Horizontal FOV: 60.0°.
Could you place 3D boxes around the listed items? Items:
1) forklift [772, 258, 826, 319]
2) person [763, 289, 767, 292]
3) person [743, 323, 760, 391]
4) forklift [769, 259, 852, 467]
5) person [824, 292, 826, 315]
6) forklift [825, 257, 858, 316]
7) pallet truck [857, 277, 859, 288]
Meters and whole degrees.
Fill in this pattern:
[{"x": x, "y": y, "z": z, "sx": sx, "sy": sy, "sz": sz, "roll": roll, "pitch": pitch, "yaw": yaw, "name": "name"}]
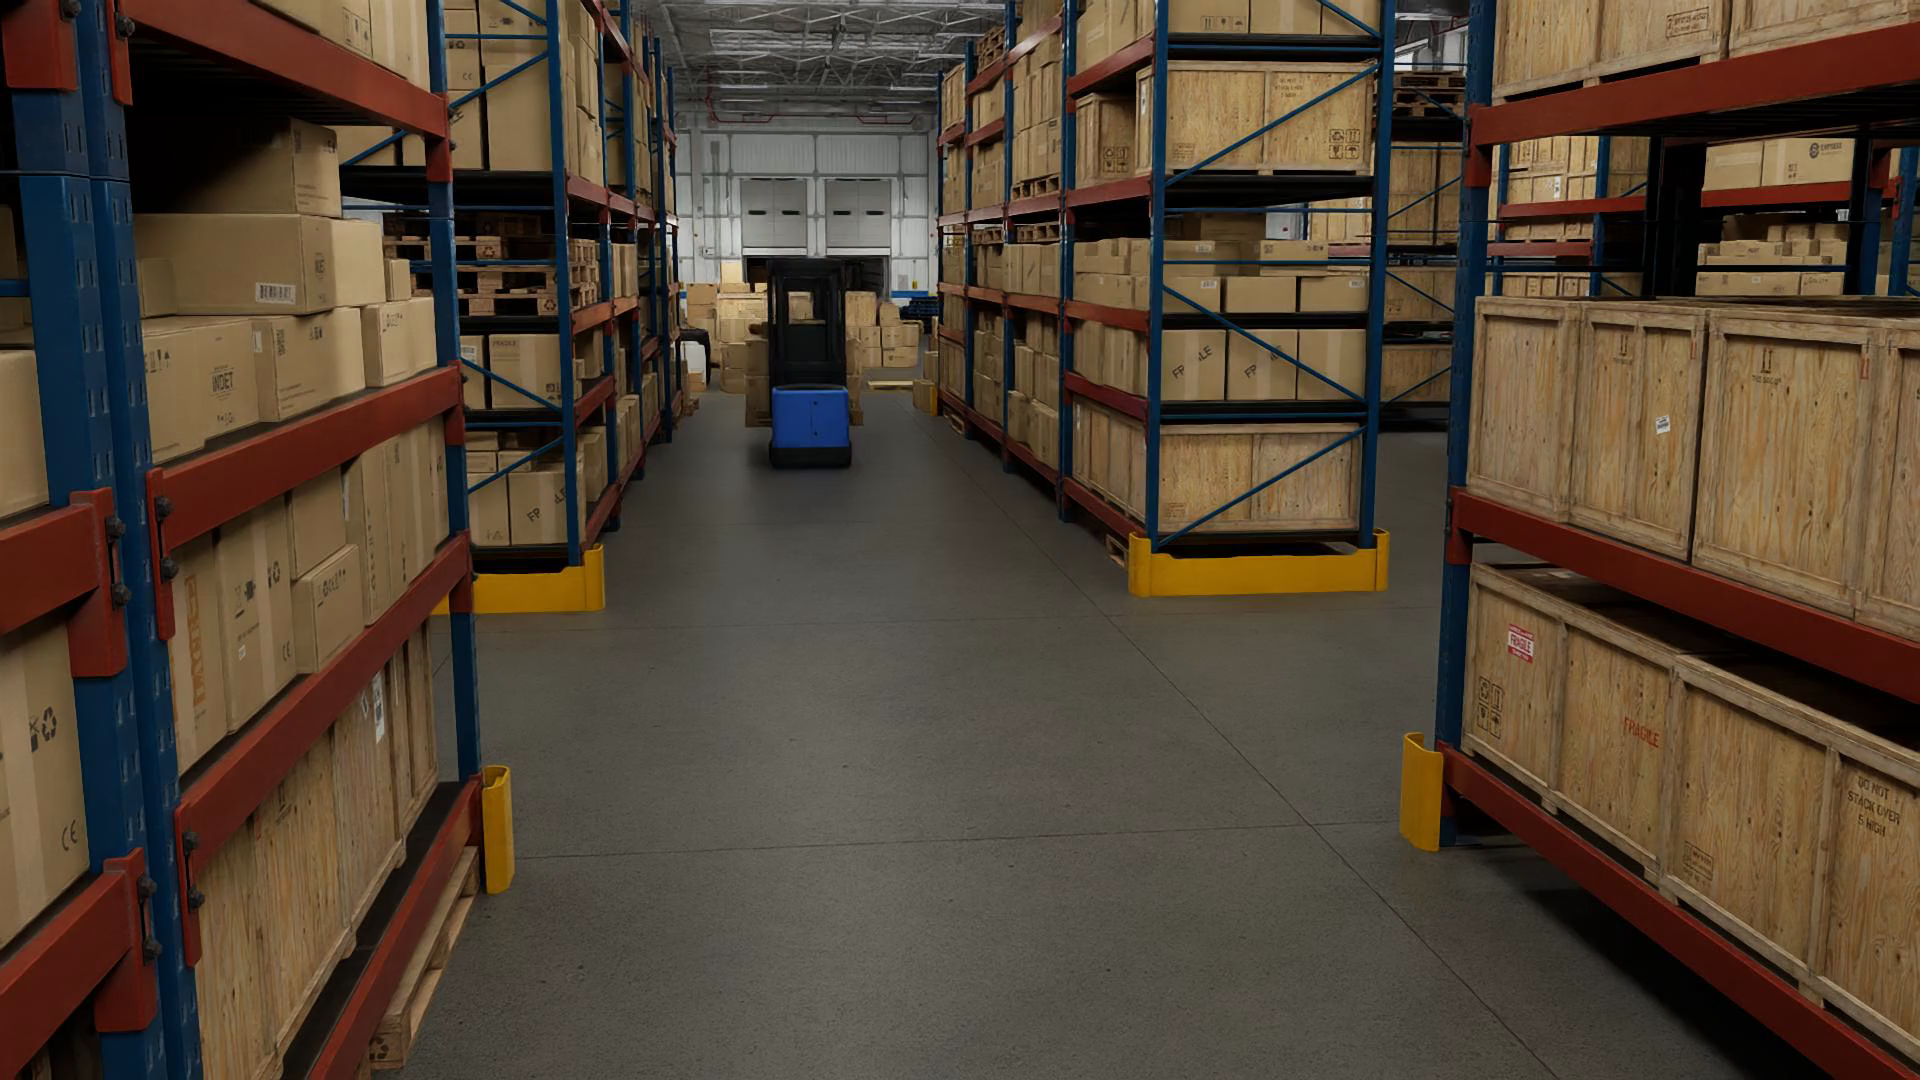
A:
[{"x": -2.936, "y": -3.765, "z": 30.482, "sx": 1.129, "sy": 2.768, "sz": 1.873, "roll": 2, "pitch": 10, "yaw": 9, "name": "forklift"}, {"x": -5.356, "y": -5.942, "z": 45.897, "sx": 0.352, "sy": 1.937, "sz": 0.635, "roll": 0, "pitch": 10, "yaw": 2, "name": "person"}, {"x": -3.806, "y": -3.200, "z": 30.826, "sx": 0.434, "sy": 1.620, "sz": 0.547, "roll": 9, "pitch": 14, "yaw": 44, "name": "person"}, {"x": -2.101, "y": -2.481, "z": 23.012, "sx": 1.129, "sy": 2.768, "sz": 1.873, "roll": -1, "pitch": 10, "yaw": -7, "name": "forklift"}, {"x": -4.315, "y": -7.314, "z": 54.040, "sx": 0.700, "sy": 1.894, "sz": 0.638, "roll": -6, "pitch": 12, "yaw": -33, "name": "person"}, {"x": -3.425, "y": -6.810, "z": 48.214, "sx": 1.129, "sy": 2.768, "sz": 1.873, "roll": -3, "pitch": 10, "yaw": -16, "name": "forklift"}, {"x": -3.782, "y": -9.391, "z": 65.808, "sx": 1.885, "sy": 1.965, "sz": 0.823, "roll": 2, "pitch": 10, "yaw": 10, "name": "pallet truck"}]
